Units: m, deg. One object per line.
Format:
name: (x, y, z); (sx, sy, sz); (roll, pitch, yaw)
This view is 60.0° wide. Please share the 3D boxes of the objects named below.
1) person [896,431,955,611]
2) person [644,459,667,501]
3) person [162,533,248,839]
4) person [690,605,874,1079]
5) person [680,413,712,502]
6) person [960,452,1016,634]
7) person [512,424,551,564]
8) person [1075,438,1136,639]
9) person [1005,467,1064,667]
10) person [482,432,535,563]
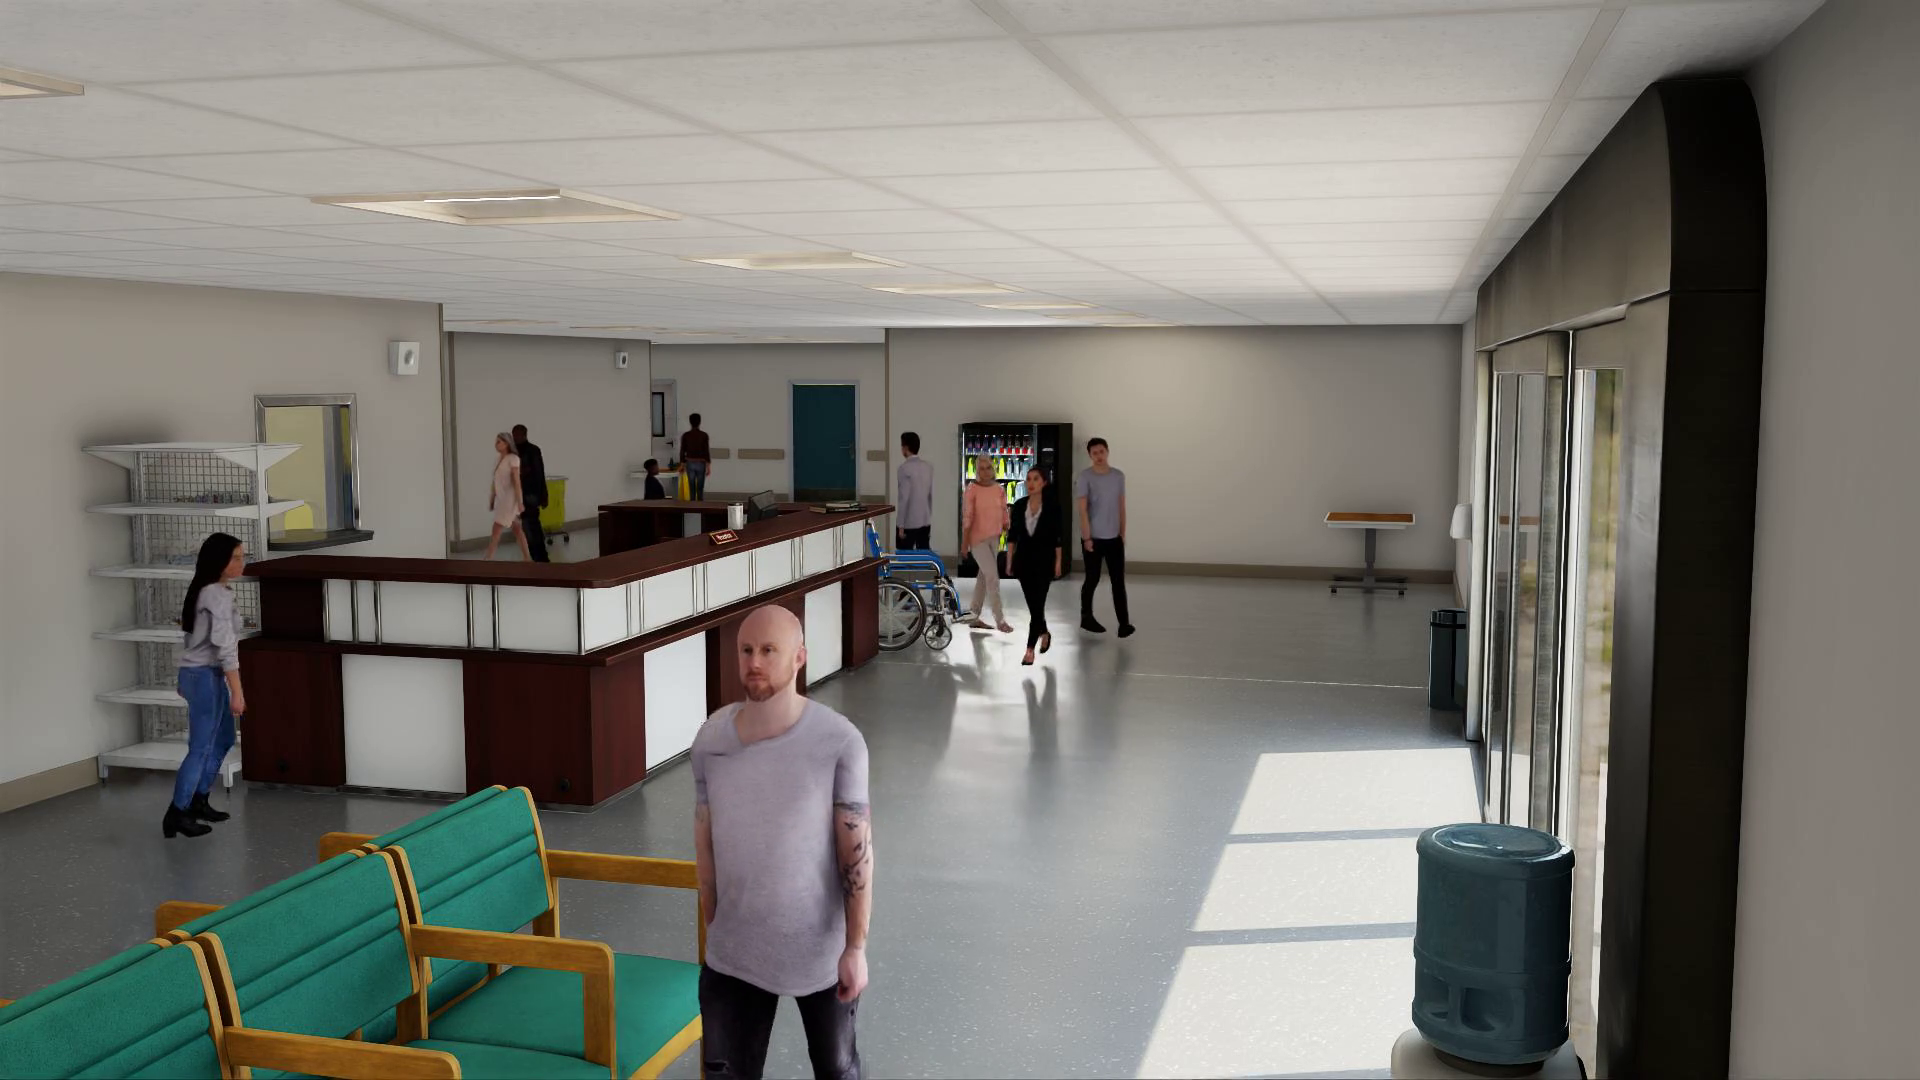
person: (-0.396, -0.171, 16.873); (1.155, 1.829, 0.967); (5, 7, 39)
person: (-4.293, -0.476, 22.810); (0.917, 1.248, 0.853); (-3, 7, -29)
person: (-4.003, 0.774, 8.675); (0.848, 1.589, 0.788); (-5, 8, -41)
person: (-0.443, 1.091, 4.532); (1.166, 1.789, 0.824); (1, 6, 9)
person: (-4.357, -1.172, 27.324); (1.203, 1.729, 1.045); (-1, 6, -8)
person: (0.172, 0.039, 15.520); (0.940, 1.681, 1.029); (-6, 8, -44)
person: (-5.319, -0.556, 20.886); (0.894, 1.792, 0.957); (4, 7, 36)
person: (1.249, 0.001, 15.248); (1.221, 1.812, 1.195); (-3, 6, -24)
person: (0.655, 0.229, 13.959); (1.036, 1.617, 0.735); (2, 6, 20)
person: (-5.332, -0.412, 19.923); (1.056, 1.699, 1.116); (-5, 8, -42)
